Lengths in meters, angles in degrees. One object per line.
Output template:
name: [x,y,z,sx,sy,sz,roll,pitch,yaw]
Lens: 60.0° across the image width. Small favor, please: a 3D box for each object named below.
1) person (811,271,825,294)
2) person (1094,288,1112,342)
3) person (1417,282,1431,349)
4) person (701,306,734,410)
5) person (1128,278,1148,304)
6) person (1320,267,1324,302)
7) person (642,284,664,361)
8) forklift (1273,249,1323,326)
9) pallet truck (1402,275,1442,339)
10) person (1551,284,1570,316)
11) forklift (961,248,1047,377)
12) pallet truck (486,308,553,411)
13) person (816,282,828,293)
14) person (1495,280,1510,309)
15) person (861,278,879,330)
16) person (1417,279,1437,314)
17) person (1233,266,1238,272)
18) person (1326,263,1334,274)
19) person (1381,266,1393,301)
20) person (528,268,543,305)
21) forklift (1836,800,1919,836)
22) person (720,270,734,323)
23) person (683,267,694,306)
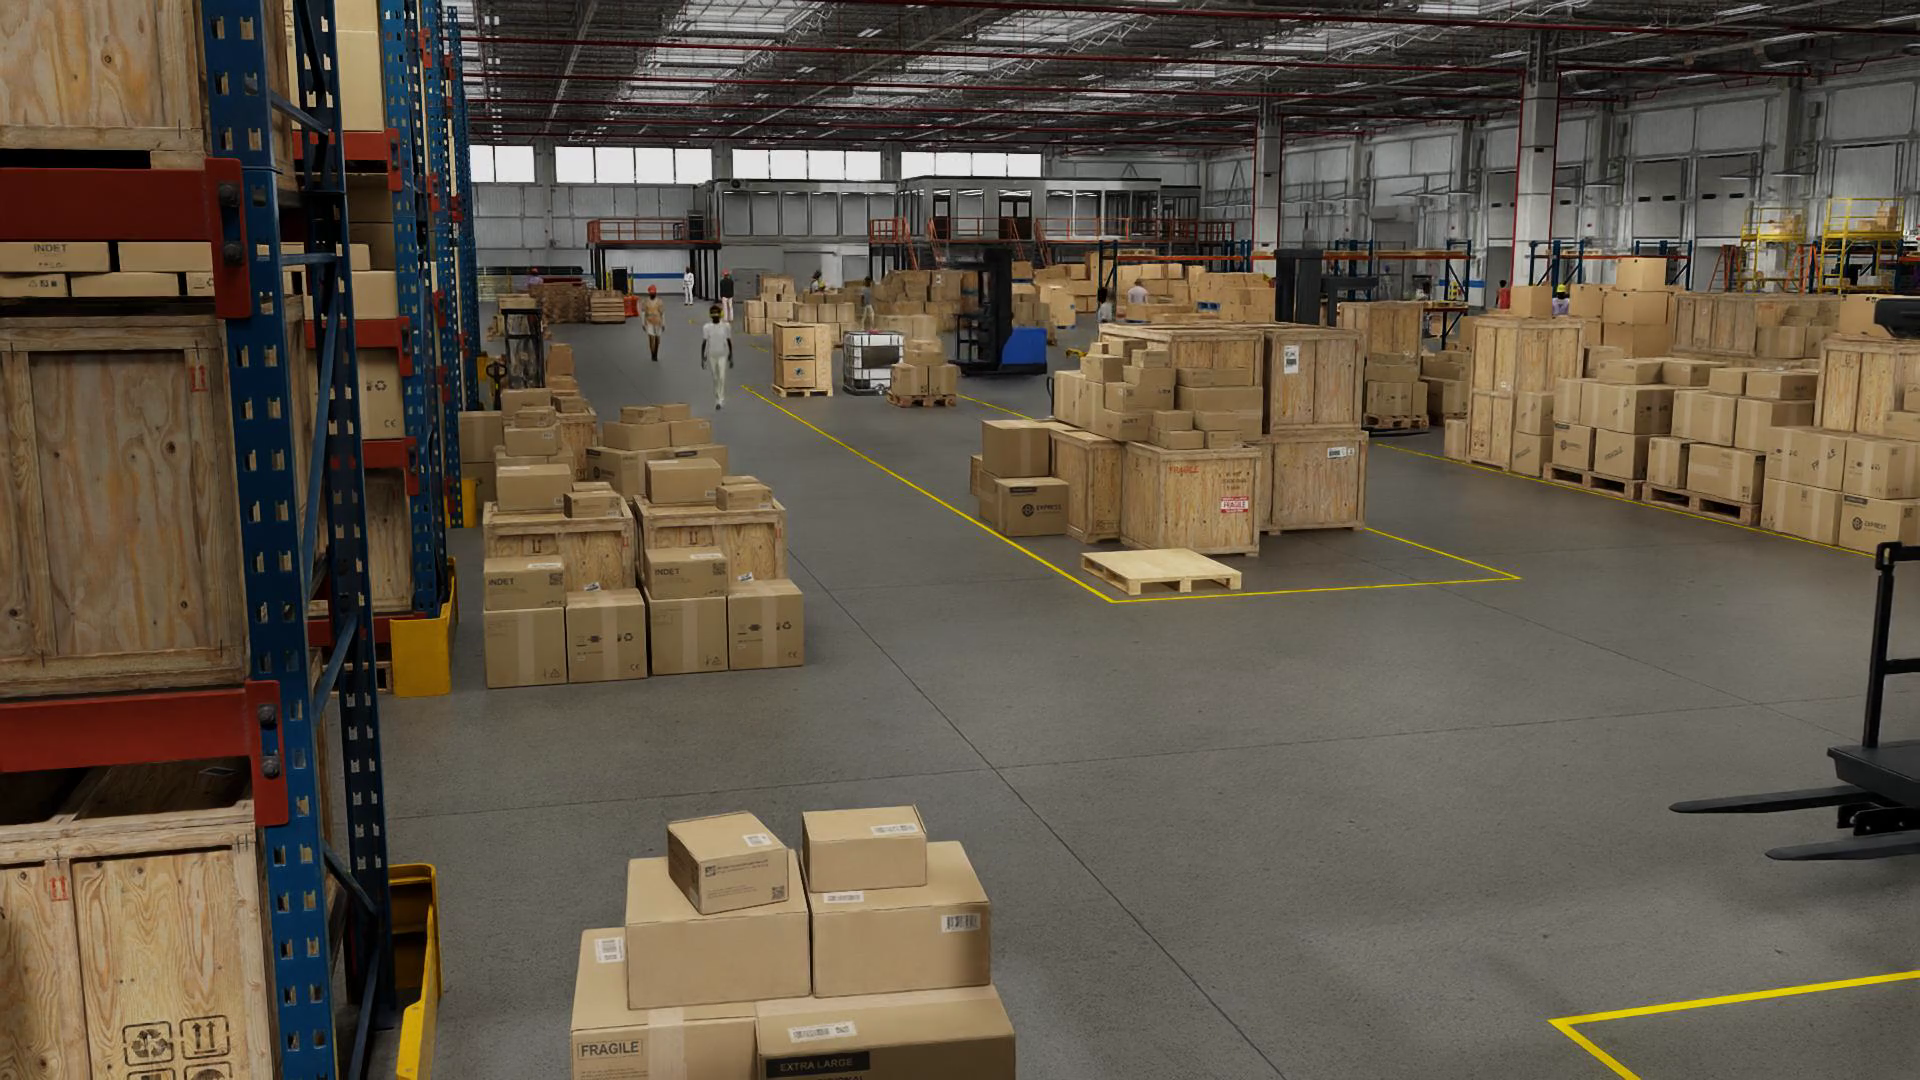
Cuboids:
person: [-4.967,-8.461,58.458,0.540,2.000,0.685,-3,11,-18]
person: [3.388,-4.880,38.518,0.975,1.930,0.600,-1,10,-5]
person: [12.815,-6.284,46.583,0.662,1.886,0.609,2,10,10]
person: [-4.283,-3.199,29.283,0.551,1.818,0.998,0,10,-1]
person: [5.479,-7.086,51.110,0.630,1.900,0.944,-1,10,-8]
person: [17.491,-12.357,80.845,0.590,1.927,0.367,6,12,31]
person: [-7.744,-5.489,41.988,0.549,1.919,0.717,-3,10,-16]
forklift: [4.855,-2.824,24.162,1.873,2.768,1.129,-3,10,-15]
pallet truck: [14.620,-7.324,52.145,0.823,1.965,1.885,8,13,40]
person: [14.889,-5.370,41.279,0.588,1.928,0.383,4,11,24]
forklift: [0.903,-5.017,36.583,1.873,2.768,1.129,-3,10,-15]
pallet truck: [-6.242,-2.418,24.362,0.823,1.965,1.885,1,10,3]
person: [-4.449,-7.472,53.757,0.542,1.712,0.902,0,10,2]
person: [19.084,-8.295,58.503,0.529,1.693,0.321,-2,10,-10]
person: [-3.027,-7.819,55.420,0.556,1.828,0.922,-9,13,-41]
person: [15.538,-7.764,55.198,0.654,1.794,0.927,-2,10,-11]
person: [13.078,-12.080,79.300,0.582,1.913,0.546,-3,11,-18]
person: [19.230,-13.330,86.154,0.615,1.997,0.373,-7,12,-33]
person: [20.743,-12.363,80.847,0.602,1.939,0.405,7,12,34]
person: [-16.703,-9.719,65.627,0.635,2.023,0.435,1,10,8]
forklift: [5.325,0.103,7.593,1.873,2.768,1.129,-3,10,-15]
person: [-8.752,-9.127,62.360,0.378,1.996,0.611,10,14,44]
person: [-13.172,-12.288,80.577,0.576,1.885,0.355,5,11,25]
